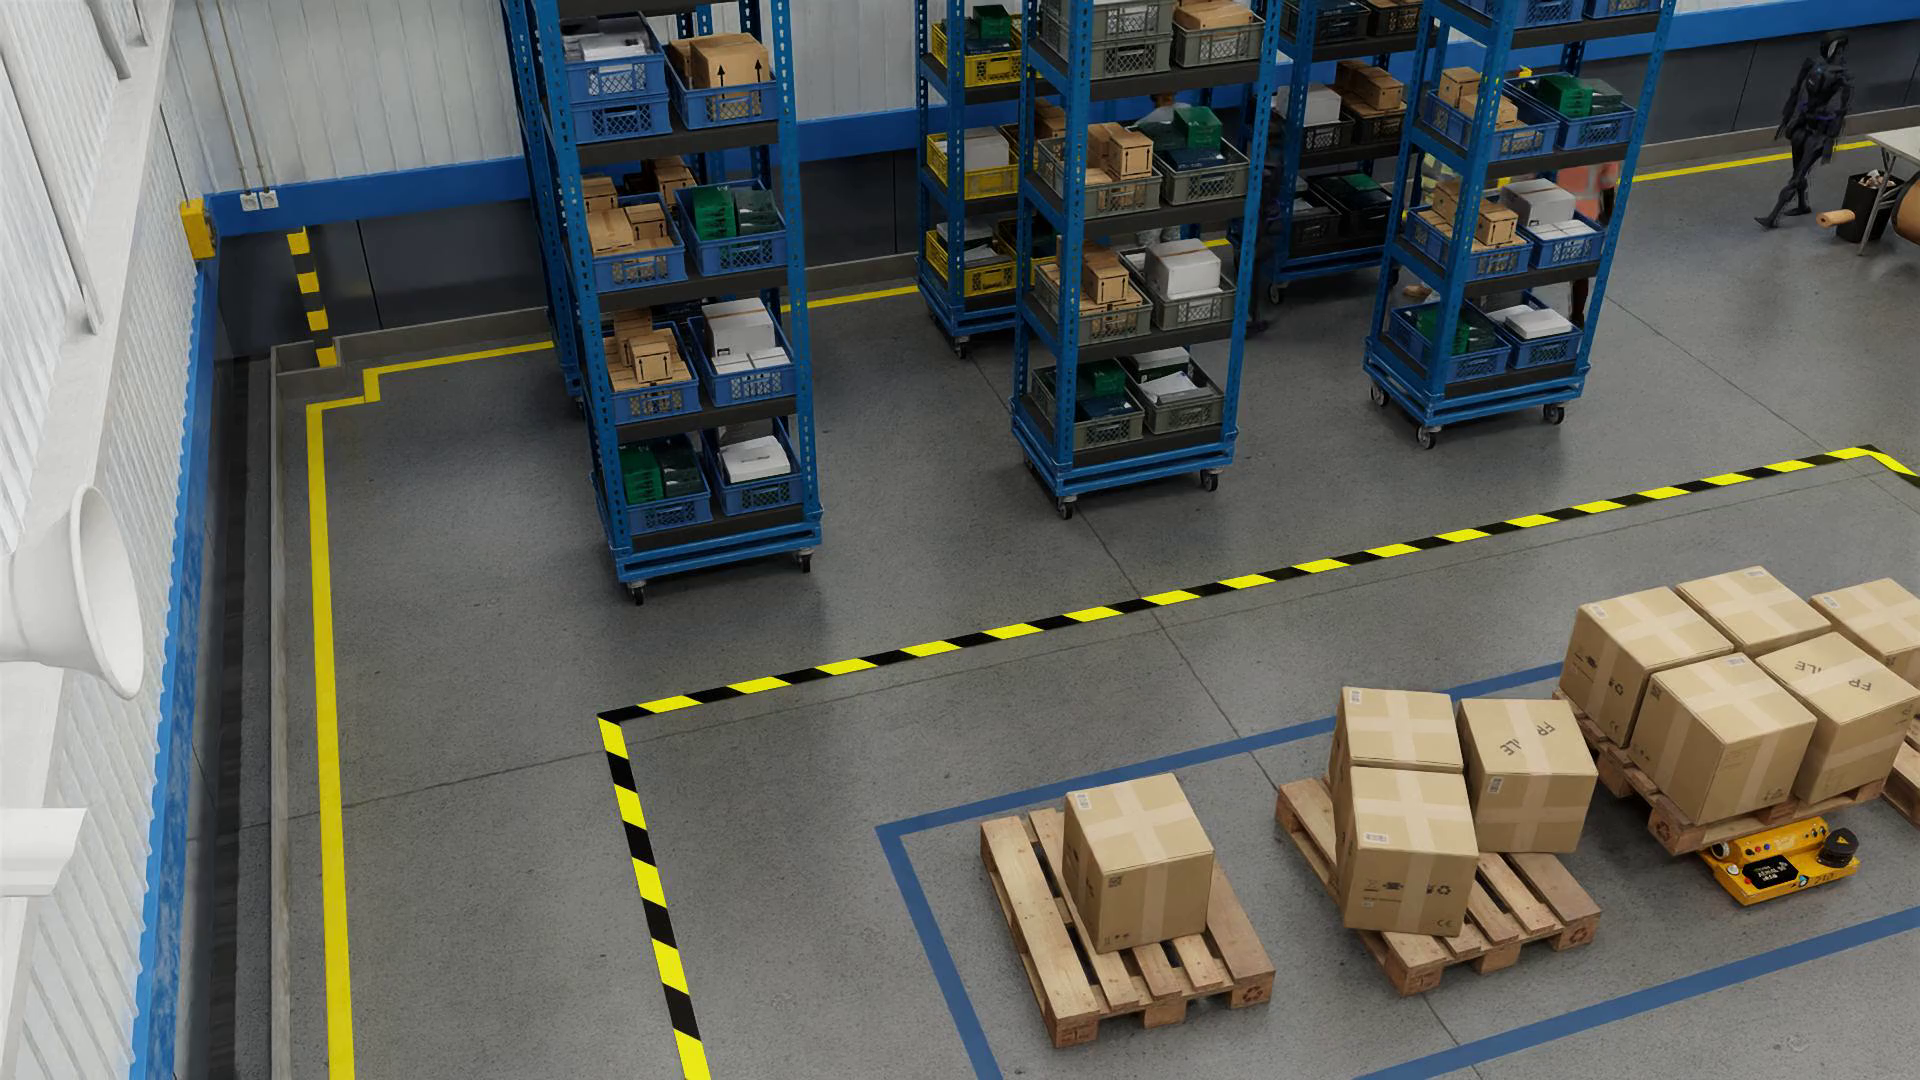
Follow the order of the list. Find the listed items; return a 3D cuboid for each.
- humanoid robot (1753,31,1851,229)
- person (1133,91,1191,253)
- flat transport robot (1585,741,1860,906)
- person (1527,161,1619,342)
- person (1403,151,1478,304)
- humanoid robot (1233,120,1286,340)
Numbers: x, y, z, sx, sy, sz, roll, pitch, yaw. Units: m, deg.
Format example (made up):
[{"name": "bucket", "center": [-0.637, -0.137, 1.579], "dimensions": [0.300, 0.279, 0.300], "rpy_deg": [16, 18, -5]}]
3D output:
[{"name": "humanoid robot", "center": [6.950, -3.369, 13.645], "dimensions": [0.771, 1.622, 0.611], "rpy_deg": [-12, 37, -17]}, {"name": "person", "center": [1.458, -2.513, 12.172], "dimensions": [0.634, 1.936, 0.351], "rpy_deg": [-26, 43, -32]}, {"name": "flat transport robot", "center": [3.738, 1.188, 8.347], "dimensions": [0.652, 0.197, 1.431], "rpy_deg": [-11, 37, -15]}, {"name": "person", "center": [4.345, -2.312, 11.902], "dimensions": [0.676, 1.926, 0.495], "rpy_deg": [20, 40, 26]}, {"name": "person", "center": [3.596, -2.543, 12.297], "dimensions": [0.429, 1.843, 0.624], "rpy_deg": [6, 36, 8]}, {"name": "humanoid robot", "center": [2.149, -2.241, 12.004], "dimensions": [0.328, 1.651, 0.591], "rpy_deg": [3, 35, 5]}]
